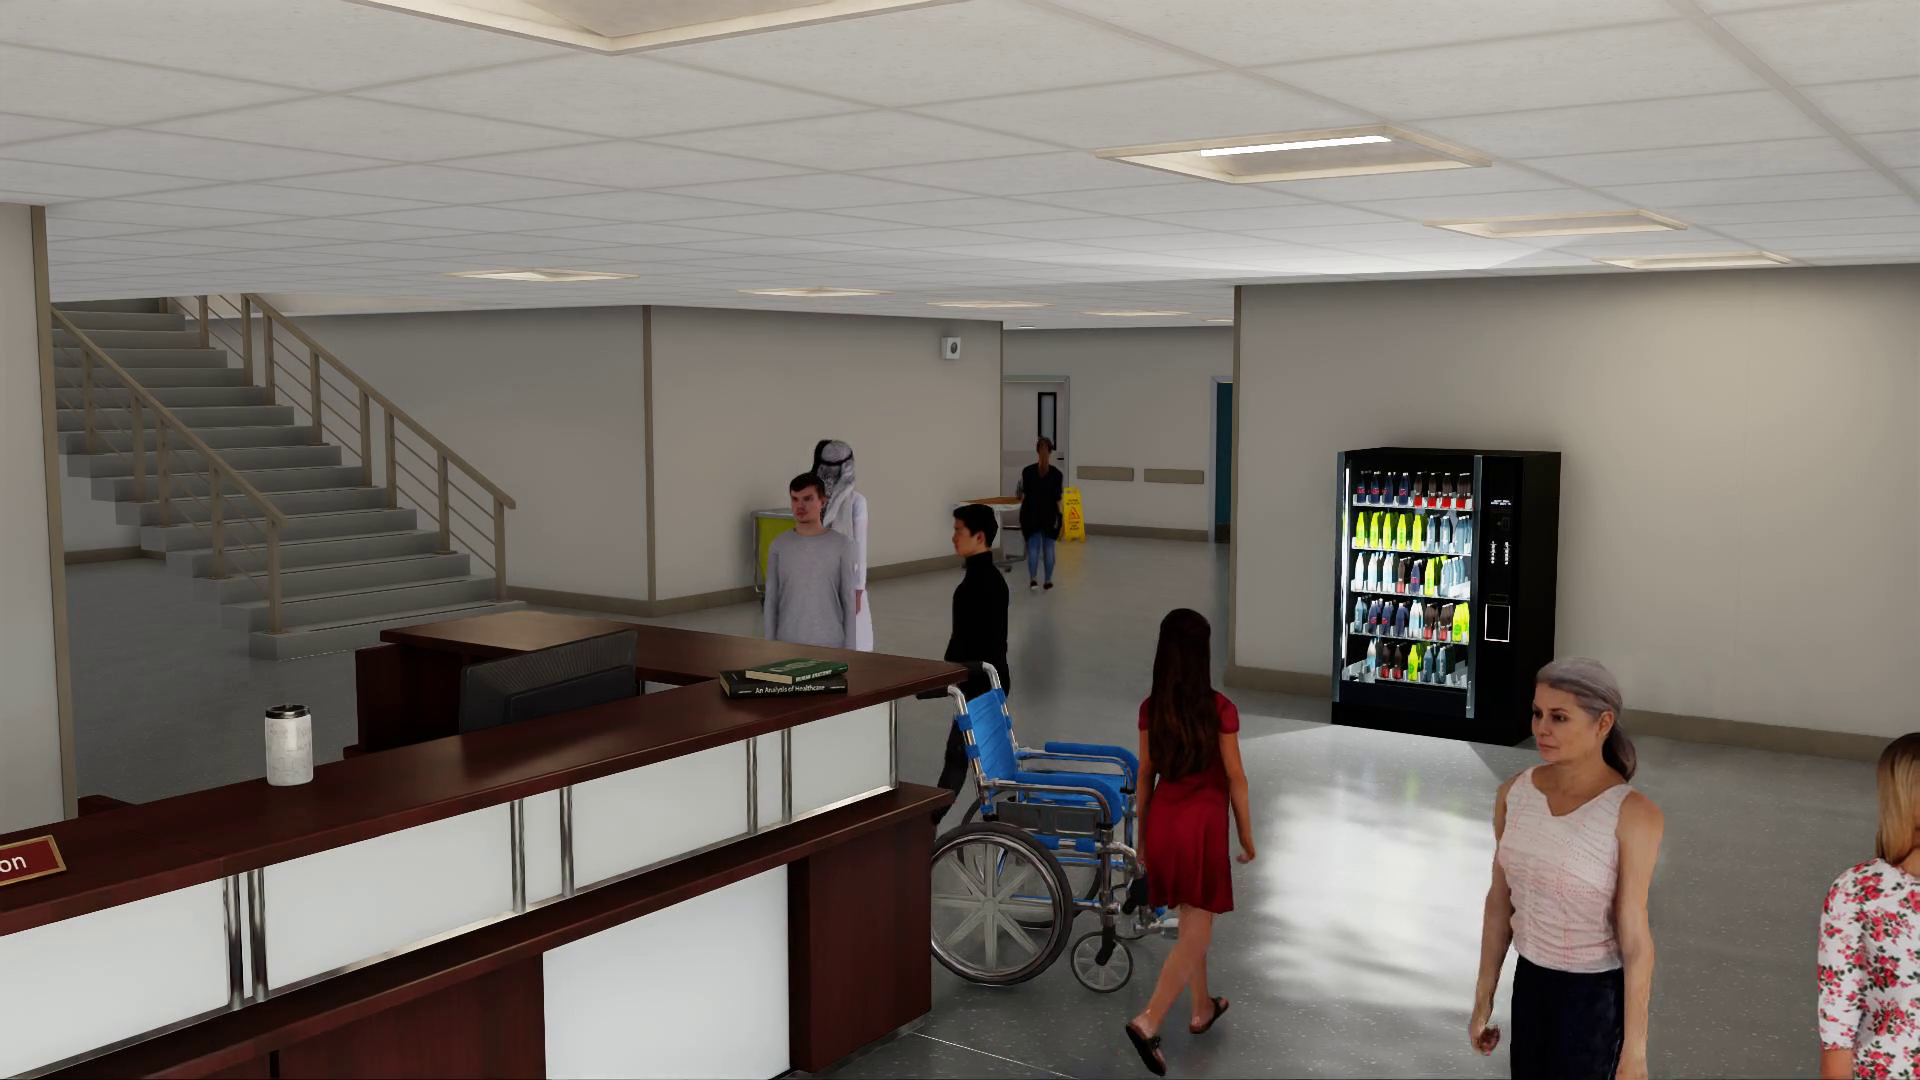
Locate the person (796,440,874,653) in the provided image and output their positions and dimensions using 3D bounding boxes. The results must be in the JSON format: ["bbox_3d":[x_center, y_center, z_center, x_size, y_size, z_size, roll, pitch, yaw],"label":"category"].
[{"bbox_3d":[-0.865,0.337,10.622,1.248,1.897,1.004,2,6,17],"label":"person"}]

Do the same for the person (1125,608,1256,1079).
[{"bbox_3d":[0.752,1.025,5.646,0.964,1.524,0.607,4,7,35],"label":"person"}]

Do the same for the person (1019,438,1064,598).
[{"bbox_3d":[0.819,-0.203,17.246,1.146,1.647,1.022,1,6,7],"label":"person"}]

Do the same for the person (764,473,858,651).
[{"bbox_3d":[-0.764,0.577,8.491,0.636,1.847,0.765,1,6,7],"label":"person"}]

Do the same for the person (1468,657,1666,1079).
[{"bbox_3d":[1.523,1.112,3.959,0.832,1.690,0.788,-2,6,-23],"label":"person"}]
